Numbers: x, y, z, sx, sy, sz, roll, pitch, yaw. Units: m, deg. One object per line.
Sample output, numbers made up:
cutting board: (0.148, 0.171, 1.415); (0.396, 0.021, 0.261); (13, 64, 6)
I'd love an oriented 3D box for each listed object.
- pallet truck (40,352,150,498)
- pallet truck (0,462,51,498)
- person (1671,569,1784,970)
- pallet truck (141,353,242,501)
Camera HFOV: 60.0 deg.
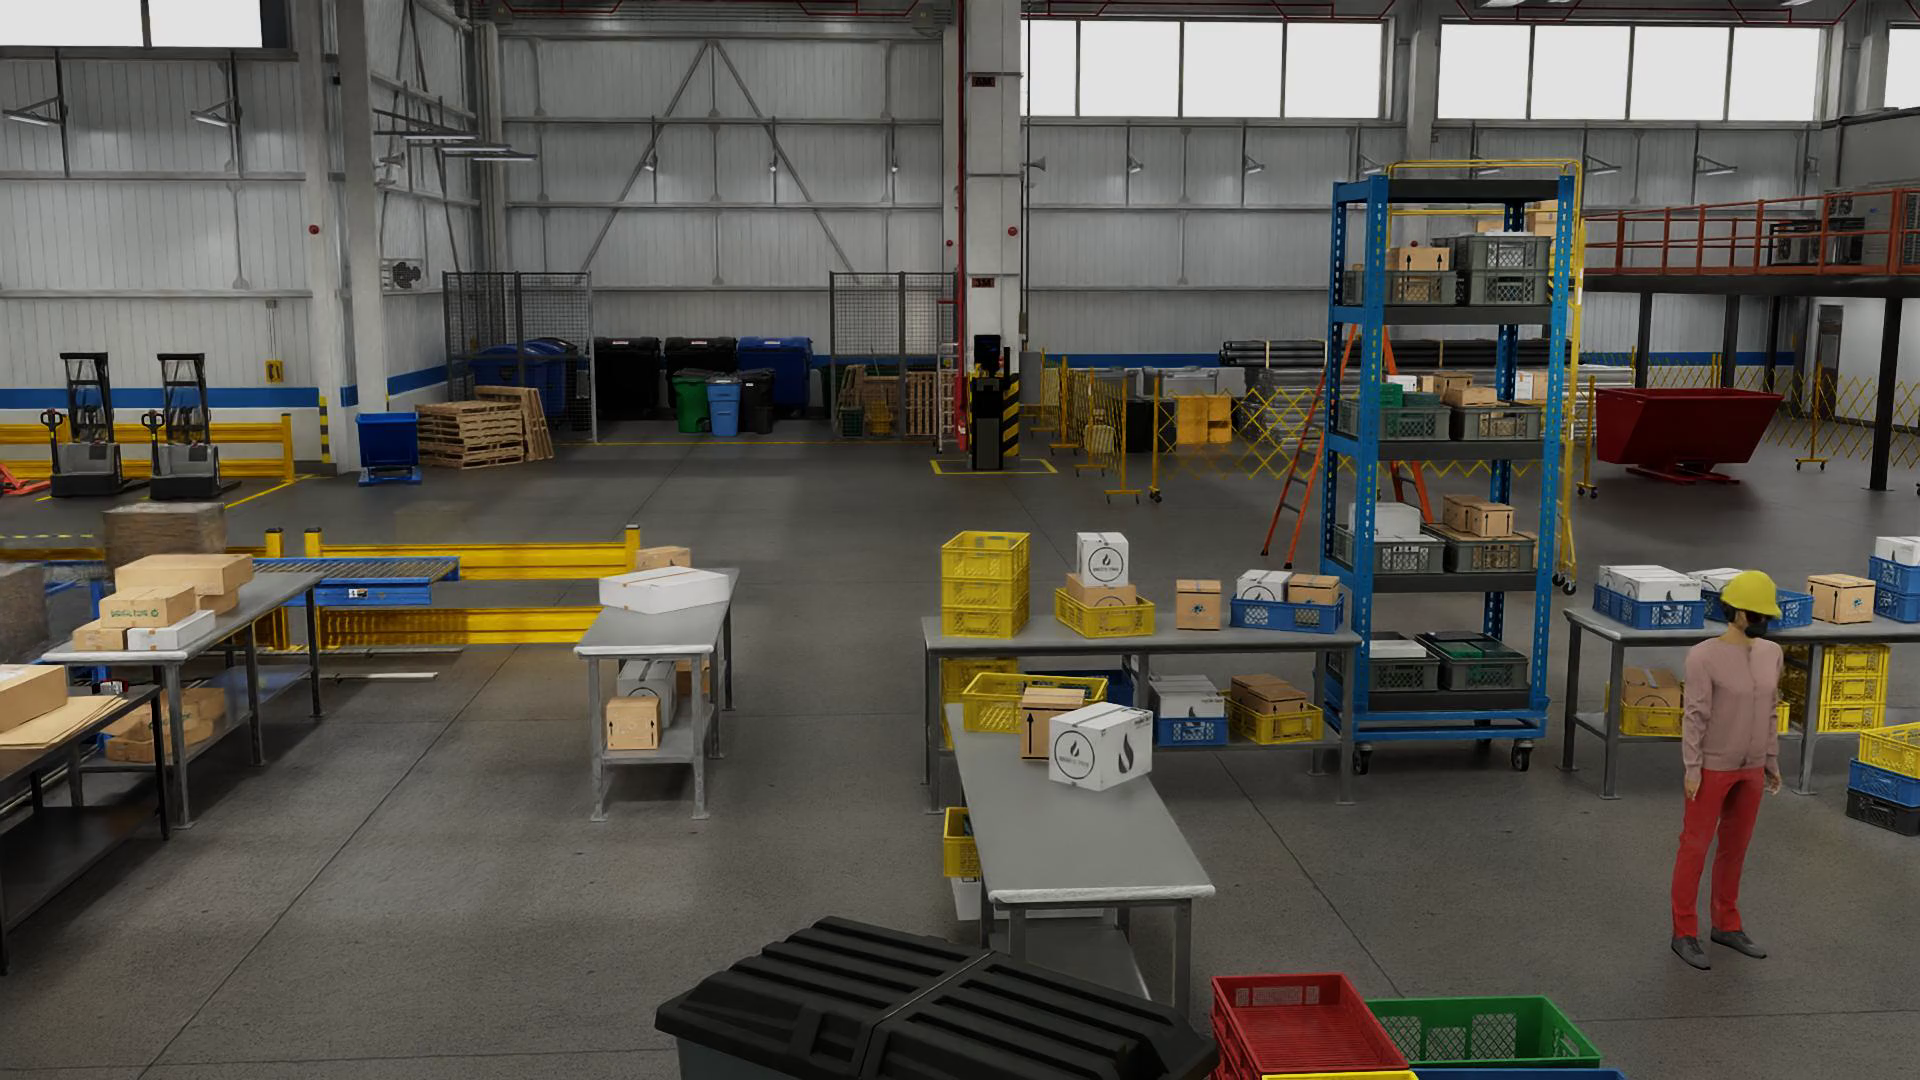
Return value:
pallet truck: (-11.907, -1.642, 23.165); (0.823, 1.965, 1.885); (0, 9, 0)
pallet truck: (-13.193, -1.293, 23.148); (0.653, 1.274, 1.630); (-1, 9, -4)
person: (3.398, 0.997, 7.323); (0.522, 1.767, 0.316); (-3, 10, -20)
pallet truck: (-10.520, -1.604, 22.925); (0.823, 1.965, 1.885); (-1, 9, -6)
